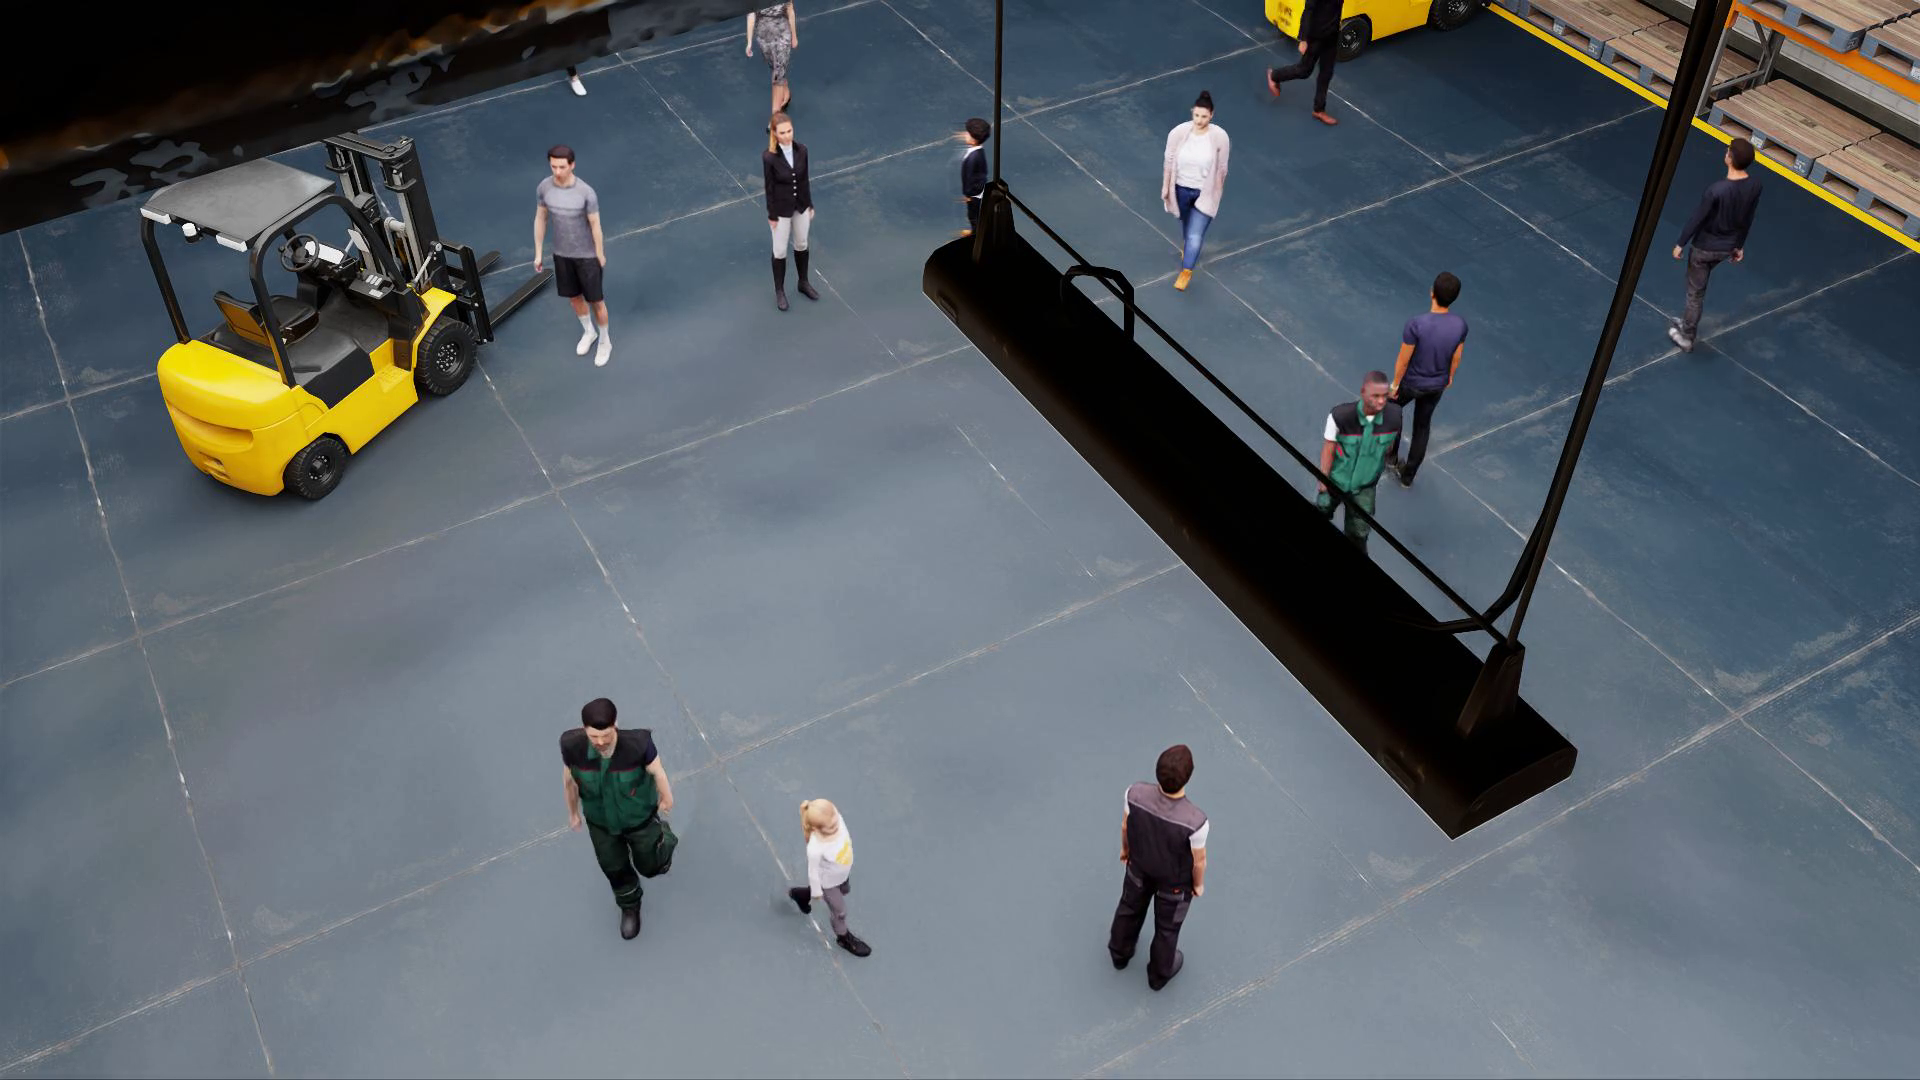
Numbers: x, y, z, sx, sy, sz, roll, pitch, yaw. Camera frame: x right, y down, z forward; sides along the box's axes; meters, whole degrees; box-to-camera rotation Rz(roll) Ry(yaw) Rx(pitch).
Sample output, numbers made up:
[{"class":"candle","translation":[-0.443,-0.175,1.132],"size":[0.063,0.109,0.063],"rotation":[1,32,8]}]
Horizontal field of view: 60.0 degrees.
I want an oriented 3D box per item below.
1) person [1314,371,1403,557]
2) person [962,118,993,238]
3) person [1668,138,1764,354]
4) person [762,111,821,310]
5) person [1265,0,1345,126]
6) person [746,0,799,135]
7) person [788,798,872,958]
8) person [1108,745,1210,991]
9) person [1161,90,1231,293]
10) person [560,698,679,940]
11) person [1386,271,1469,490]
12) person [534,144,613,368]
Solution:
[{"class":"person","translation":[2.613,-0.454,11.316],"size":[1.064,1.787,1.310],"rotation":[-2,44,-2]},{"class":"person","translation":[0.145,-3.111,14.513],"size":[0.639,1.225,0.584],"rotation":[12,45,13]},{"class":"person","translation":[6.004,-2.260,13.164],"size":[0.756,1.854,0.759],"rotation":[-10,45,-10]},{"class":"person","translation":[-1.409,-2.721,13.738],"size":[0.556,1.729,0.533],"rotation":[-22,48,-21]},{"class":"person","translation":[3.399,-4.934,15.965],"size":[1.160,1.862,0.895],"rotation":[33,53,30]},{"class":"person","translation":[-1.752,-4.840,16.017],"size":[1.084,1.652,1.115],"rotation":[13,45,13]},{"class":"person","translation":[-0.768,1.836,9.289],"size":[0.854,1.268,0.748],"rotation":[17,46,17]},{"class":"person","translation":[1.079,1.761,8.950],"size":[0.685,1.844,0.803],"rotation":[25,49,24]},{"class":"person","translation":[1.997,-3.020,14.075],"size":[1.150,1.696,1.156],"rotation":[16,46,16]},{"class":"person","translation":[-1.869,1.430,9.271],"size":[0.957,1.880,1.051],"rotation":[2,44,2]},{"class":"person","translation":[3.356,-1.087,11.987],"size":[0.799,1.777,0.828],"rotation":[-4,44,-4]},{"class":"person","translation":[-3.041,-2.334,13.231],"size":[0.801,1.868,0.864],"rotation":[11,45,11]}]
